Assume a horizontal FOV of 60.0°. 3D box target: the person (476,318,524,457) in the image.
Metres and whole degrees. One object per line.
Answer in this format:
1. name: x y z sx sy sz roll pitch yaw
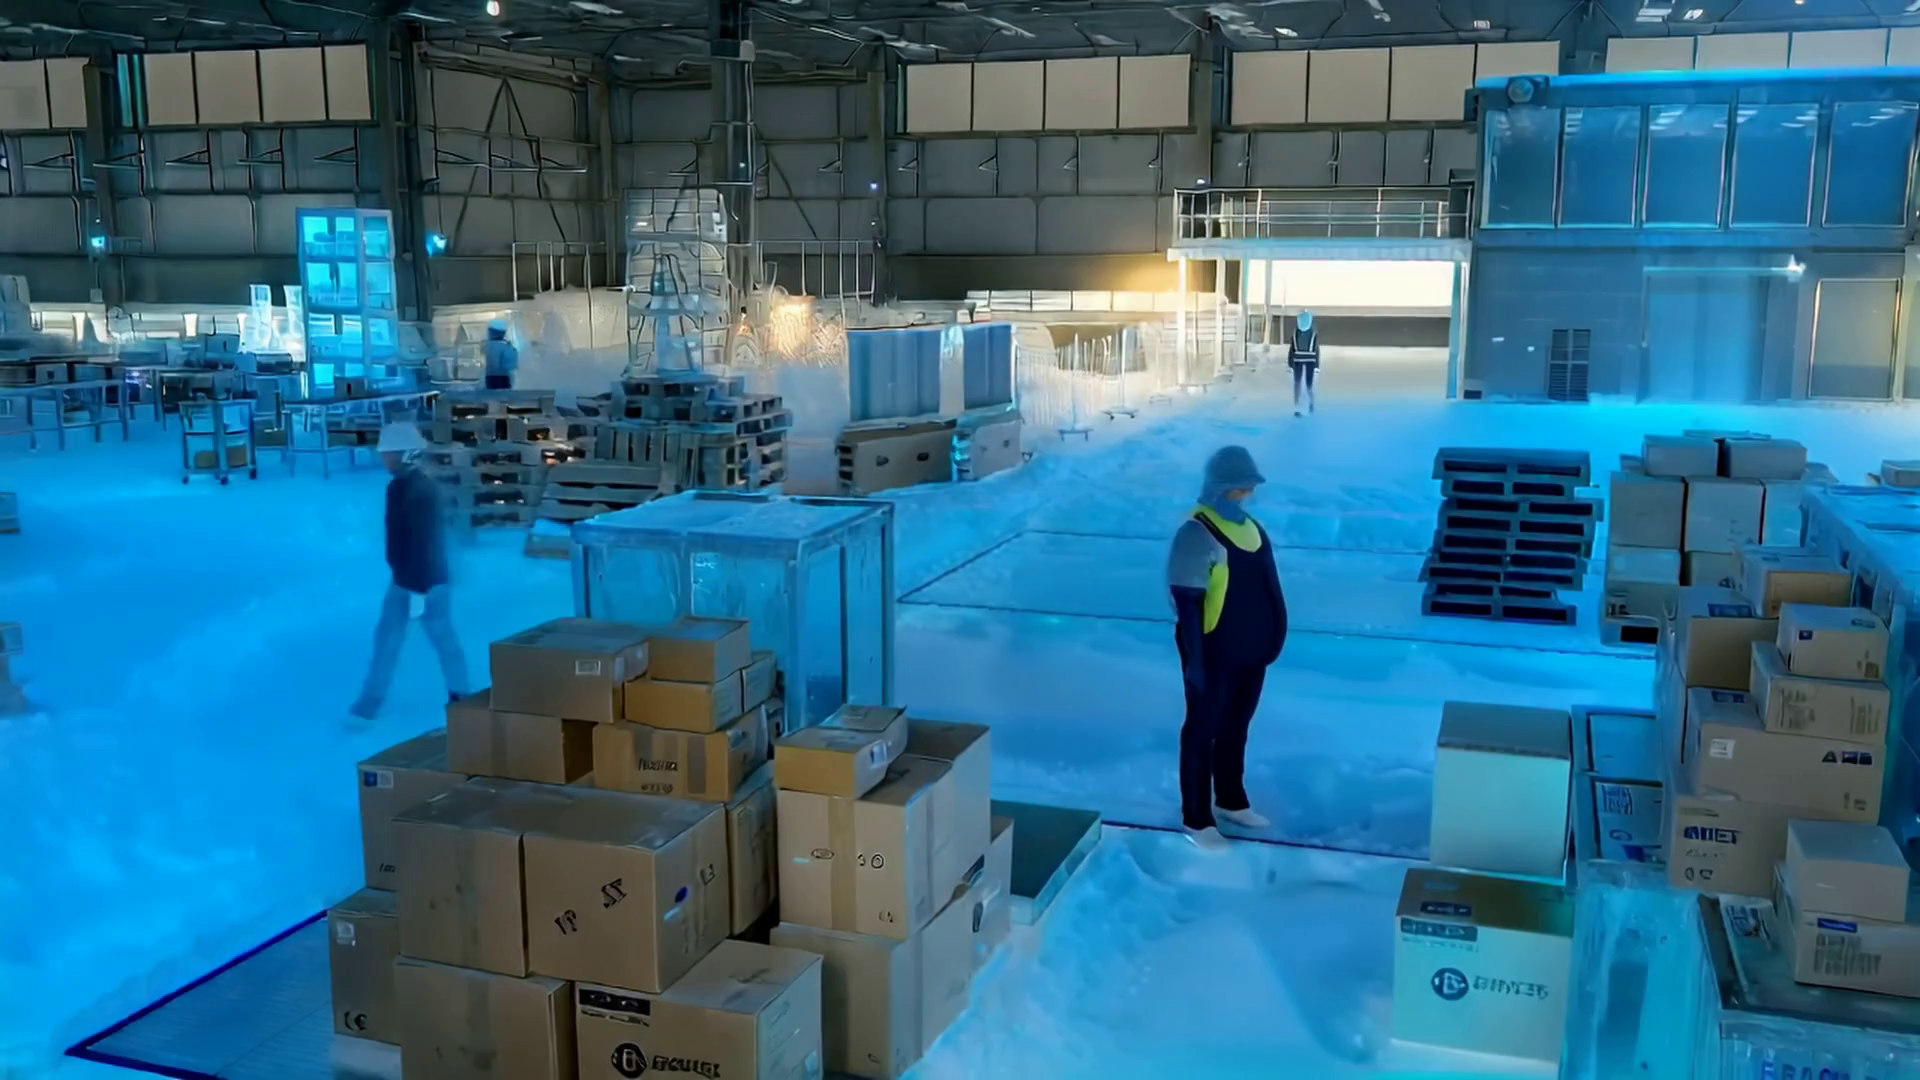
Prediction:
1. person: -6.473 -2.130 23.554 0.613 1.988 1.044 4 11 19

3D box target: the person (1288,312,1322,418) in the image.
1. person: 6.083 -3.087 29.307 0.606 1.869 0.531 5 11 25

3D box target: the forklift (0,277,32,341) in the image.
1. forklift: -27.151 -6.329 46.328 1.157 1.987 2.680 3 11 17

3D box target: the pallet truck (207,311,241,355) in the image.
1. pallet truck: -19.537 -5.575 44.913 0.653 1.274 1.630 3 11 19

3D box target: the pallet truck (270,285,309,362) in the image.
1. pallet truck: -17.147 -5.700 43.663 0.823 1.965 1.885 3 11 17

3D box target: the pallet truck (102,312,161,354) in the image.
1. pallet truck: -23.057 -5.777 46.261 0.680 1.201 1.601 3 11 19

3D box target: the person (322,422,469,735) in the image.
1. person: -3.462 0.263 10.191 0.966 1.951 0.653 -9 14 -43

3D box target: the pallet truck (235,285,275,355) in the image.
1. pallet truck: -18.327 -5.835 44.421 0.823 1.965 1.885 4 11 23

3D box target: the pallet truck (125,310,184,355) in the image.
1. pallet truck: -22.038 -5.665 45.457 0.704 1.261 1.522 3 11 17

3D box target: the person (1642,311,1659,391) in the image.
1. person: 14.146 -3.985 34.369 0.953 1.869 0.644 -1 10 -3

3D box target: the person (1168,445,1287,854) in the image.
1. person: 1.387 0.537 8.415 0.537 2.000 0.682 8 13 39
